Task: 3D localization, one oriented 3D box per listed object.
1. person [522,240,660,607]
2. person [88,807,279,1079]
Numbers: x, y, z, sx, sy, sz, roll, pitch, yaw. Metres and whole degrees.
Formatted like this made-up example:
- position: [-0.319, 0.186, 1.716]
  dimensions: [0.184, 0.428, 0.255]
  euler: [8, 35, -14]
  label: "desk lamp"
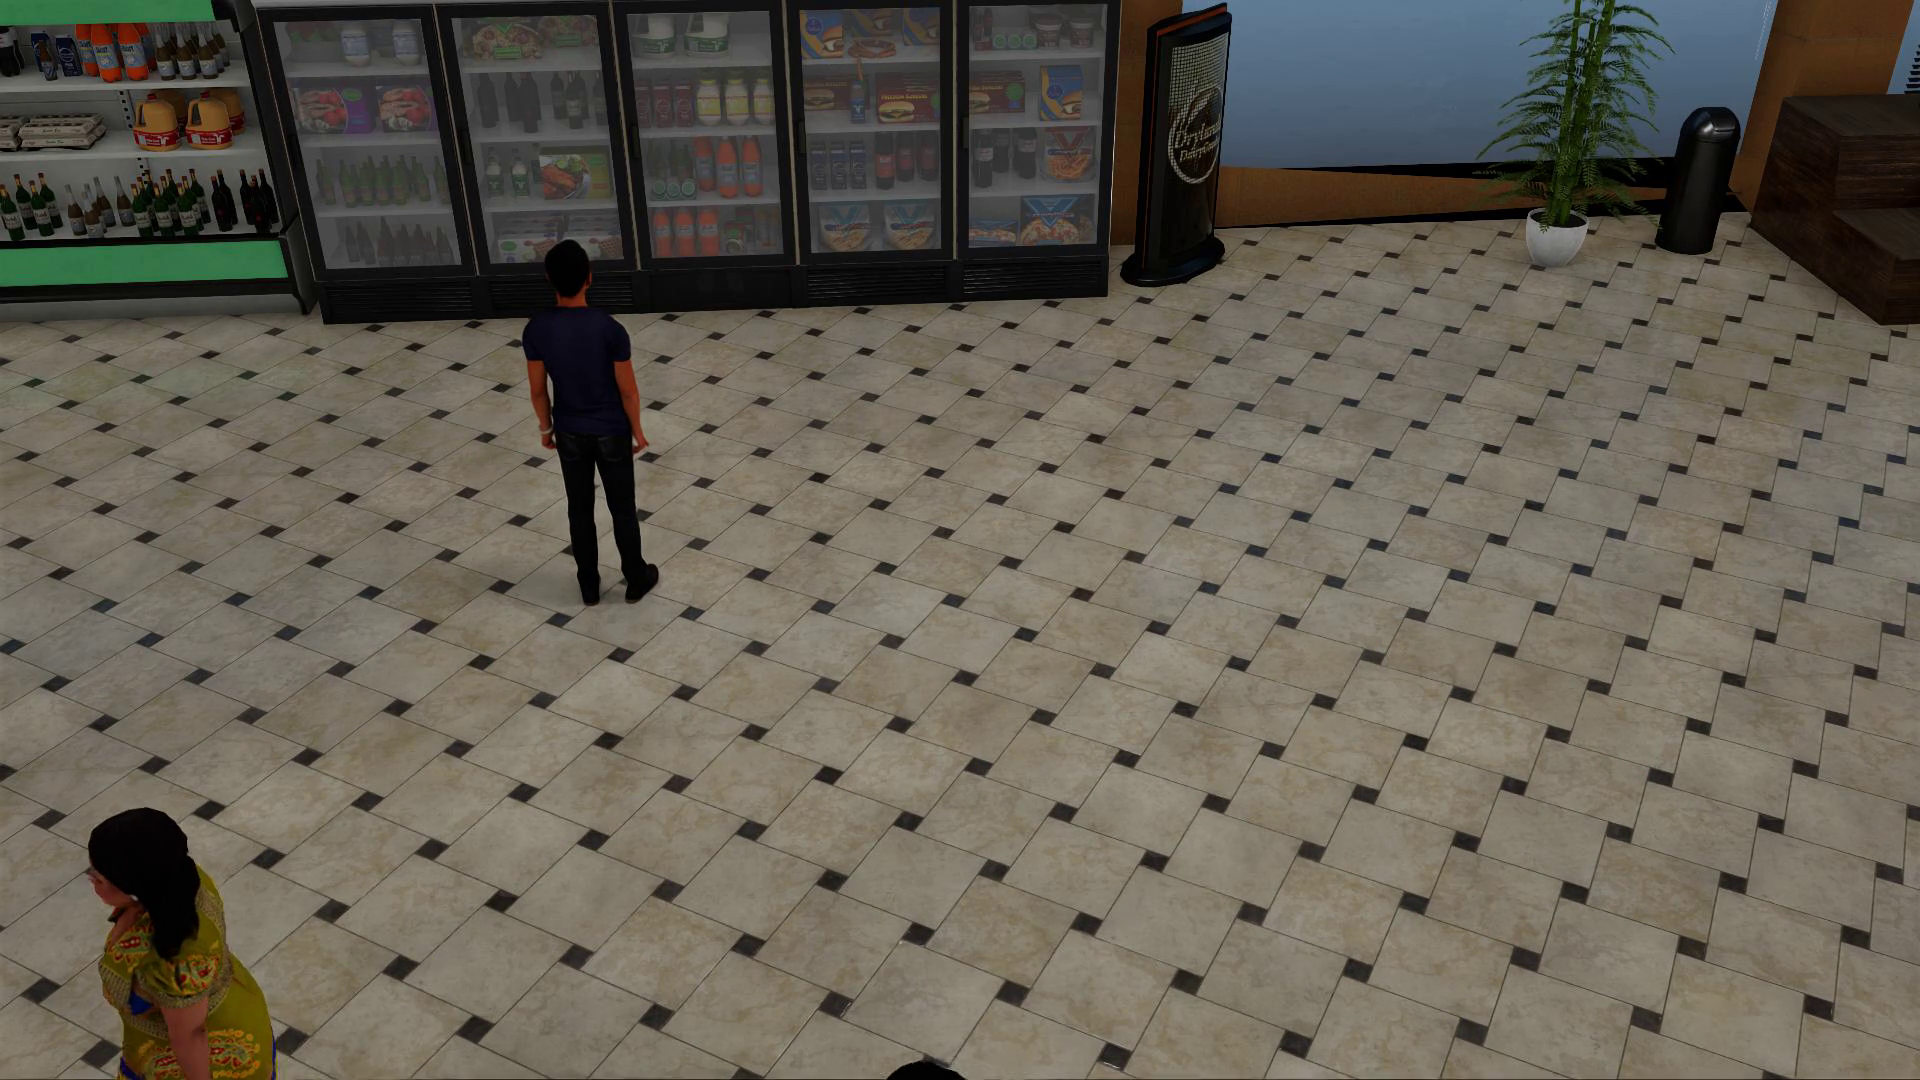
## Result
- position: [-1.689, -0.502, 7.591]
  dimensions: [0.491, 1.793, 0.723]
  euler: [0, 32, 1]
  label: "person"
- position: [-2.036, 1.406, 4.673]
  dimensions: [1.292, 1.637, 1.053]
  euler: [-15, 35, -23]
  label: "person"
